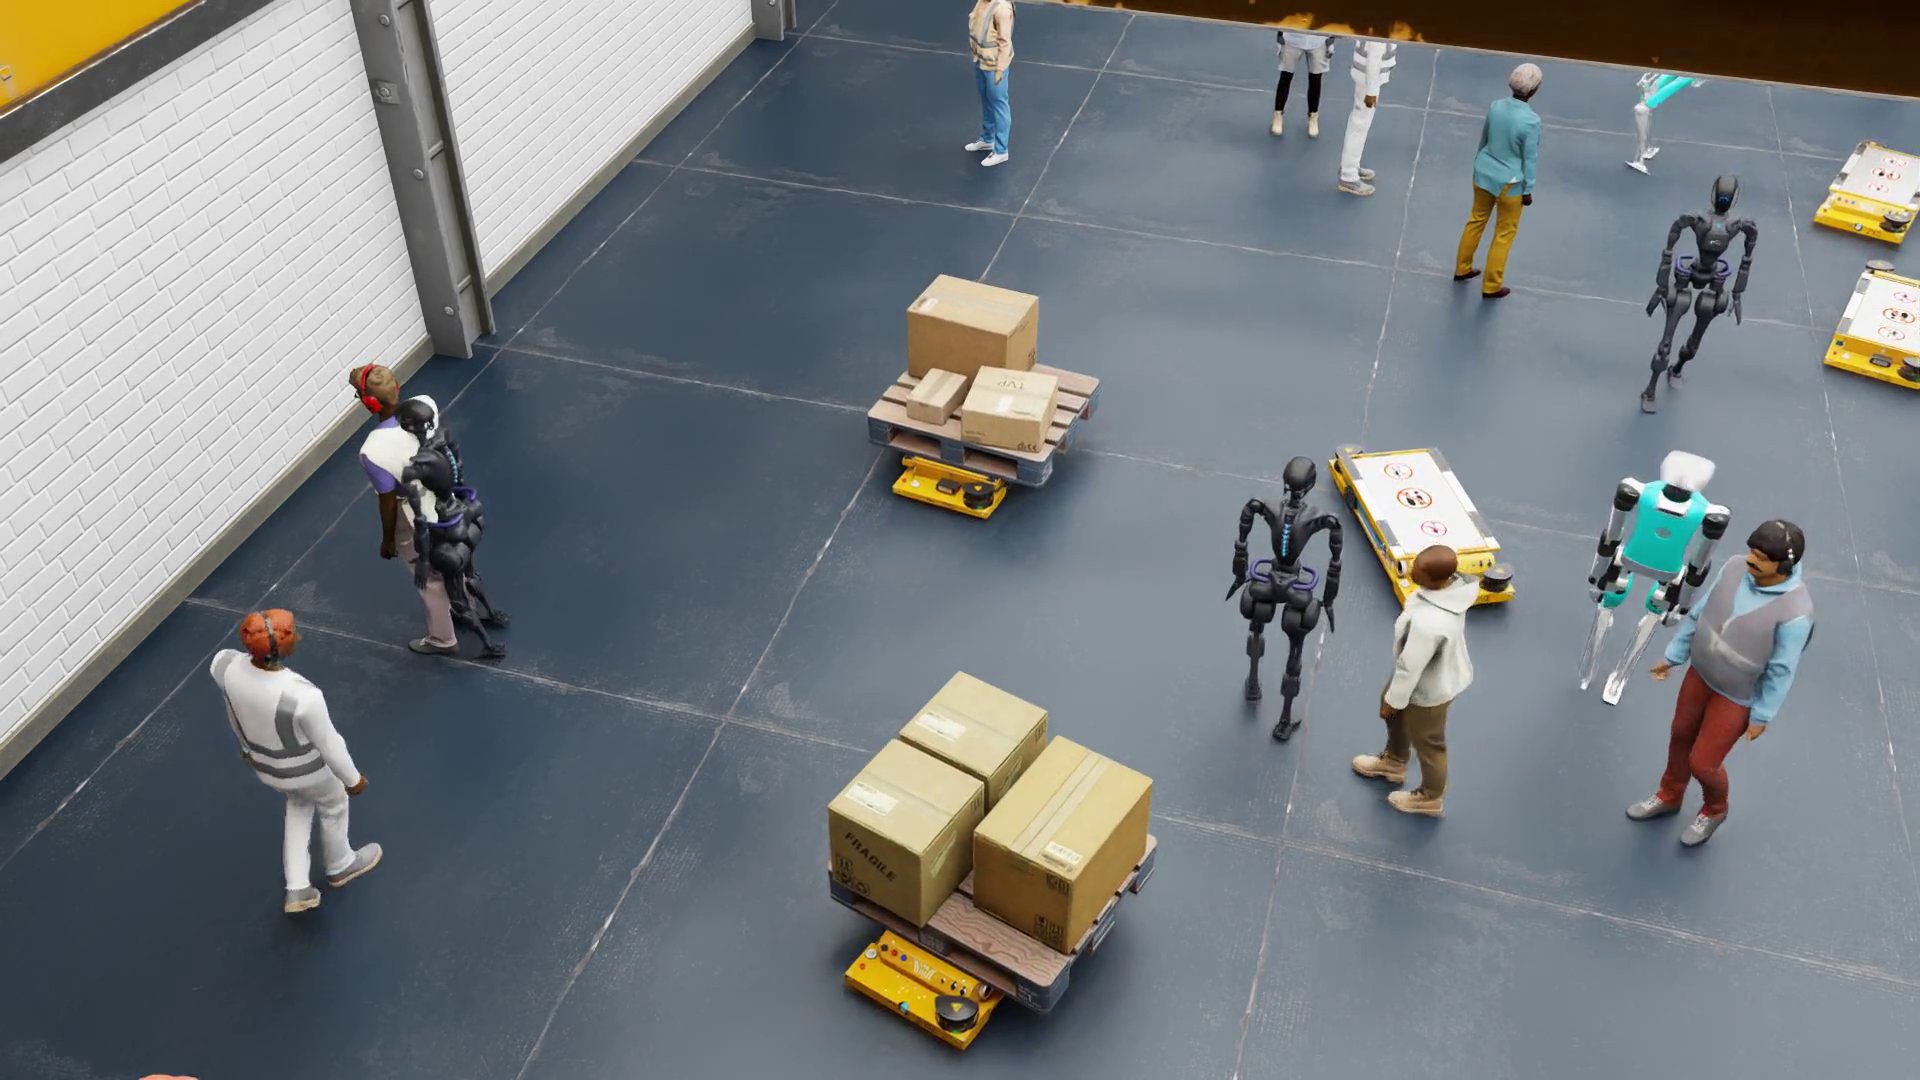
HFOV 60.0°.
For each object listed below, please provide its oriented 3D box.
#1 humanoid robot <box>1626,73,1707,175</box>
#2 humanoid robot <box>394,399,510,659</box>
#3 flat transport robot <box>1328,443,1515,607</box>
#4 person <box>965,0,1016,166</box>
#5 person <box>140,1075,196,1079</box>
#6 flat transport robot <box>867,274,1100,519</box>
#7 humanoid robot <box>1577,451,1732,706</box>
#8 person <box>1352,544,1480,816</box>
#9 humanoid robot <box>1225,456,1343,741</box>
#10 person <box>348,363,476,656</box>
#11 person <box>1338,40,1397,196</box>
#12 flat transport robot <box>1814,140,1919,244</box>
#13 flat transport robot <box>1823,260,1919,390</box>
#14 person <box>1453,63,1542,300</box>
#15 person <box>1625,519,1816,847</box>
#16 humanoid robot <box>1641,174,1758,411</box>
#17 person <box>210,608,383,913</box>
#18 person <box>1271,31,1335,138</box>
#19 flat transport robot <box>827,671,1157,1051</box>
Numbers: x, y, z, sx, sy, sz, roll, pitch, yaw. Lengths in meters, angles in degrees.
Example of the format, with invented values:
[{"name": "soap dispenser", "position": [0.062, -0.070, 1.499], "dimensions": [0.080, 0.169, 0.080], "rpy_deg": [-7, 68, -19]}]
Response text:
[{"name": "humanoid robot", "position": [5.844, -3.931, 13.732], "dimensions": [0.863, 1.781, 0.598], "rpy_deg": [-8, 39, -10]}, {"name": "humanoid robot", "position": [-2.742, -0.049, 8.953], "dimensions": [0.362, 1.650, 0.593], "rpy_deg": [6, 39, 8]}, {"name": "flat transport robot", "position": [2.794, -0.118, 10.151], "dimensions": [0.659, 0.231, 1.431], "rpy_deg": [-5, 39, -7]}, {"name": "person", "position": [0.278, -3.973, 13.780], "dimensions": [0.363, 1.730, 0.486], "rpy_deg": [-15, 41, -18]}, {"name": "person", "position": [-2.489, 2.441, 5.638], "dimensions": [0.545, 1.938, 0.376], "rpy_deg": [2, 39, 3]}, {"name": "flat transport robot", "position": [0.169, -0.671, 10.839], "dimensions": [0.659, 0.231, 1.431], "rpy_deg": [16, 42, 19]}, {"name": "humanoid robot", "position": [3.562, 0.170, 8.615], "dimensions": [0.535, 1.754, 0.774], "rpy_deg": [19, 43, 22]}, {"name": "person", "position": [2.202, 0.674, 7.991], "dimensions": [0.571, 1.737, 0.543], "rpy_deg": [13, 41, 15]}, {"name": "humanoid robot", "position": [1.650, 0.280, 8.532], "dimensions": [0.583, 1.640, 0.426], "rpy_deg": [13, 41, 16]}, {"name": "person", "position": [-2.910, -0.147, 8.936], "dimensions": [0.389, 1.837, 0.562], "rpy_deg": [12, 40, 15]}, {"name": "person", "position": [3.299, -3.712, 13.332], "dimensions": [0.339, 1.883, 0.582], "rpy_deg": [8, 40, 10]}, {"name": "flat transport robot", "position": [7.501, -2.849, 13.549], "dimensions": [0.659, 0.231, 1.431], "rpy_deg": [24, 45, 27]}, {"name": "flat transport robot", "position": [6.707, -1.554, 11.937], "dimensions": [0.659, 0.231, 1.431], "rpy_deg": [22, 44, 25]}, {"name": "person", "position": [3.933, -2.598, 12.063], "dimensions": [0.343, 1.749, 0.534], "rpy_deg": [-21, 43, -24]}, {"name": "person", "position": [3.638, 0.675, 7.888], "dimensions": [0.476, 1.864, 0.571], "rpy_deg": [-12, 40, -15]}, {"name": "humanoid robot", "position": [4.874, -1.650, 10.956], "dimensions": [0.590, 1.631, 0.606], "rpy_deg": [9, 40, 11]}, {"name": "person", "position": [-2.996, 1.008, 7.489], "dimensions": [0.635, 1.853, 0.583], "rpy_deg": [14, 41, 17]}, {"name": "person", "position": [2.933, -4.245, 14.154], "dimensions": [0.534, 1.690, 0.326], "rpy_deg": [3, 39, 4]}, {"name": "flat transport robot", "position": [0.142, 1.709, 7.879], "dimensions": [0.659, 0.231, 1.431], "rpy_deg": [23, 44, 26]}]
